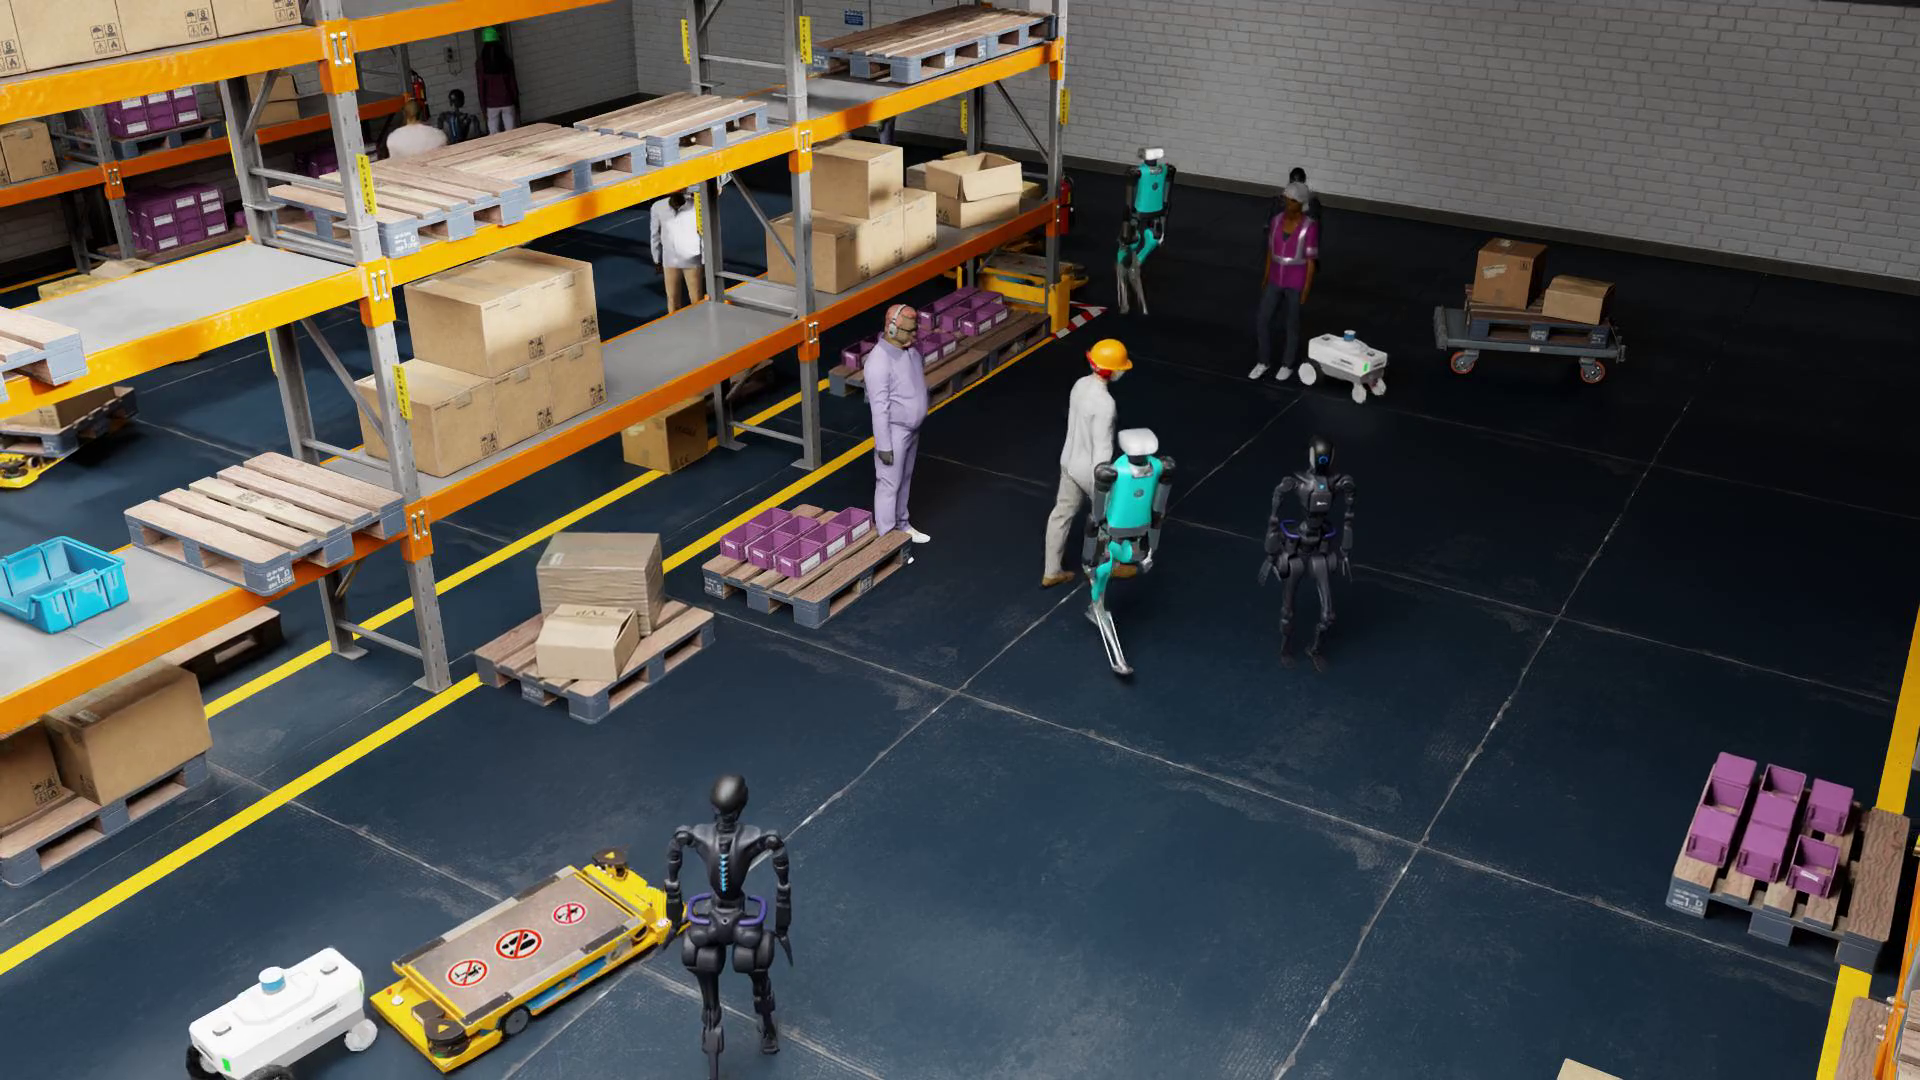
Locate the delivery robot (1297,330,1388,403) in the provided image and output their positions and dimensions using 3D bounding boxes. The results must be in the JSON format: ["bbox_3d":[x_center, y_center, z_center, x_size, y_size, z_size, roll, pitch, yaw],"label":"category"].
[{"bbox_3d":[3.491,-1.607,15.033,0.499,0.580,0.766,-20,33,-34],"label":"delivery robot"}]

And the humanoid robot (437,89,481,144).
[{"bbox_3d":[-5.819,-4.385,19.289,0.606,1.649,0.441,5,27,10],"label":"humanoid robot"}]

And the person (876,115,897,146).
[{"bbox_3d":[-0.949,-5.341,21.210,0.271,1.632,0.508,7,28,14],"label":"person"}]

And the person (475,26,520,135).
[{"bbox_3d":[-5.927,-5.614,21.422,0.499,1.948,0.504,-6,28,-12],"label":"person"}]

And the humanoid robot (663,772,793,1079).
[{"bbox_3d":[-1.028,1.701,7.323,0.596,1.640,0.614,0,27,-1],"label":"humanoid robot"}]

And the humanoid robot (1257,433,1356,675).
[{"bbox_3d":[2.189,0.085,10.475,0.608,1.643,0.369,-3,27,-6],"label":"humanoid robot"}]

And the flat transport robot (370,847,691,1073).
[{"bbox_3d":[-2.096,2.031,8.196,0.659,0.231,1.431,23,35,38],"label":"flat transport robot"}]

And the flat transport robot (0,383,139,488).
[{"bbox_3d":[-7.633,-0.821,13.815,0.659,0.231,1.431,5,27,9],"label":"flat transport robot"}]

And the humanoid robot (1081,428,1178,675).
[{"bbox_3d":[0.956,-0.009,10.649,0.548,1.716,1.078,-9,28,-17],"label":"humanoid robot"}]

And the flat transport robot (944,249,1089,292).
[{"bbox_3d":[0.605,-2.877,17.866,1.431,0.231,0.659,16,31,28],"label":"flat transport robot"}]

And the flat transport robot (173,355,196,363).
[{"bbox_3d":[-8.009,-1.723,15.593,1.431,0.231,0.659,-19,33,-33],"label":"flat transport robot"}]

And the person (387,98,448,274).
[{"bbox_3d":[-5.696,-3.717,17.716,0.635,1.917,0.653,-6,28,-12],"label":"person"}]

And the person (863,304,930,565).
[{"bbox_3d":[-0.426,-0.777,11.928,0.410,1.902,0.638,9,28,18],"label":"person"}]

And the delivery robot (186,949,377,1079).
[{"bbox_3d":[-3.075,2.197,7.537,0.499,0.580,0.776,21,34,36],"label":"delivery robot"}]

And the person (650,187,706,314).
[{"bbox_3d":[-2.656,-2.671,15.845,0.581,1.748,0.391,1,27,2],"label":"person"}]

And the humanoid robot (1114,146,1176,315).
[{"bbox_3d":[1.758,-3.086,16.655,0.530,1.795,0.705,-13,29,-23],"label":"humanoid robot"}]

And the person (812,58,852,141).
[{"bbox_3d":[-1.599,-5.255,20.826,0.485,1.826,0.647,21,34,36],"label":"person"}]

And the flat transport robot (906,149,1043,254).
[{"bbox_3d":[0.191,-3.500,19.095,1.431,0.231,0.659,22,34,36],"label":"flat transport robot"}]

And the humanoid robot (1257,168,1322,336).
[{"bbox_3d":[3.214,-2.815,16.177,0.613,1.648,0.420,3,27,6],"label":"humanoid robot"}]

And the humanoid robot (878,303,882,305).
[{"bbox_3d":[-1.091,-3.182,16.926,0.506,1.639,0.609,-24,35,-39],"label":"humanoid robot"}]

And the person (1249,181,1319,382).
[{"bbox_3d":[2.895,-2.297,14.986,0.551,1.833,0.580,20,33,34],"label":"person"}]

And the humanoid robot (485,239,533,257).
[{"bbox_3d":[-3.628,-1.812,14.168,0.543,1.799,0.828,4,27,7],"label":"humanoid robot"}]

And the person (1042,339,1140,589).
[{"bbox_3d":[0.950,-0.520,11.465,0.811,1.846,0.747,-11,29,-20],"label":"person"}]
